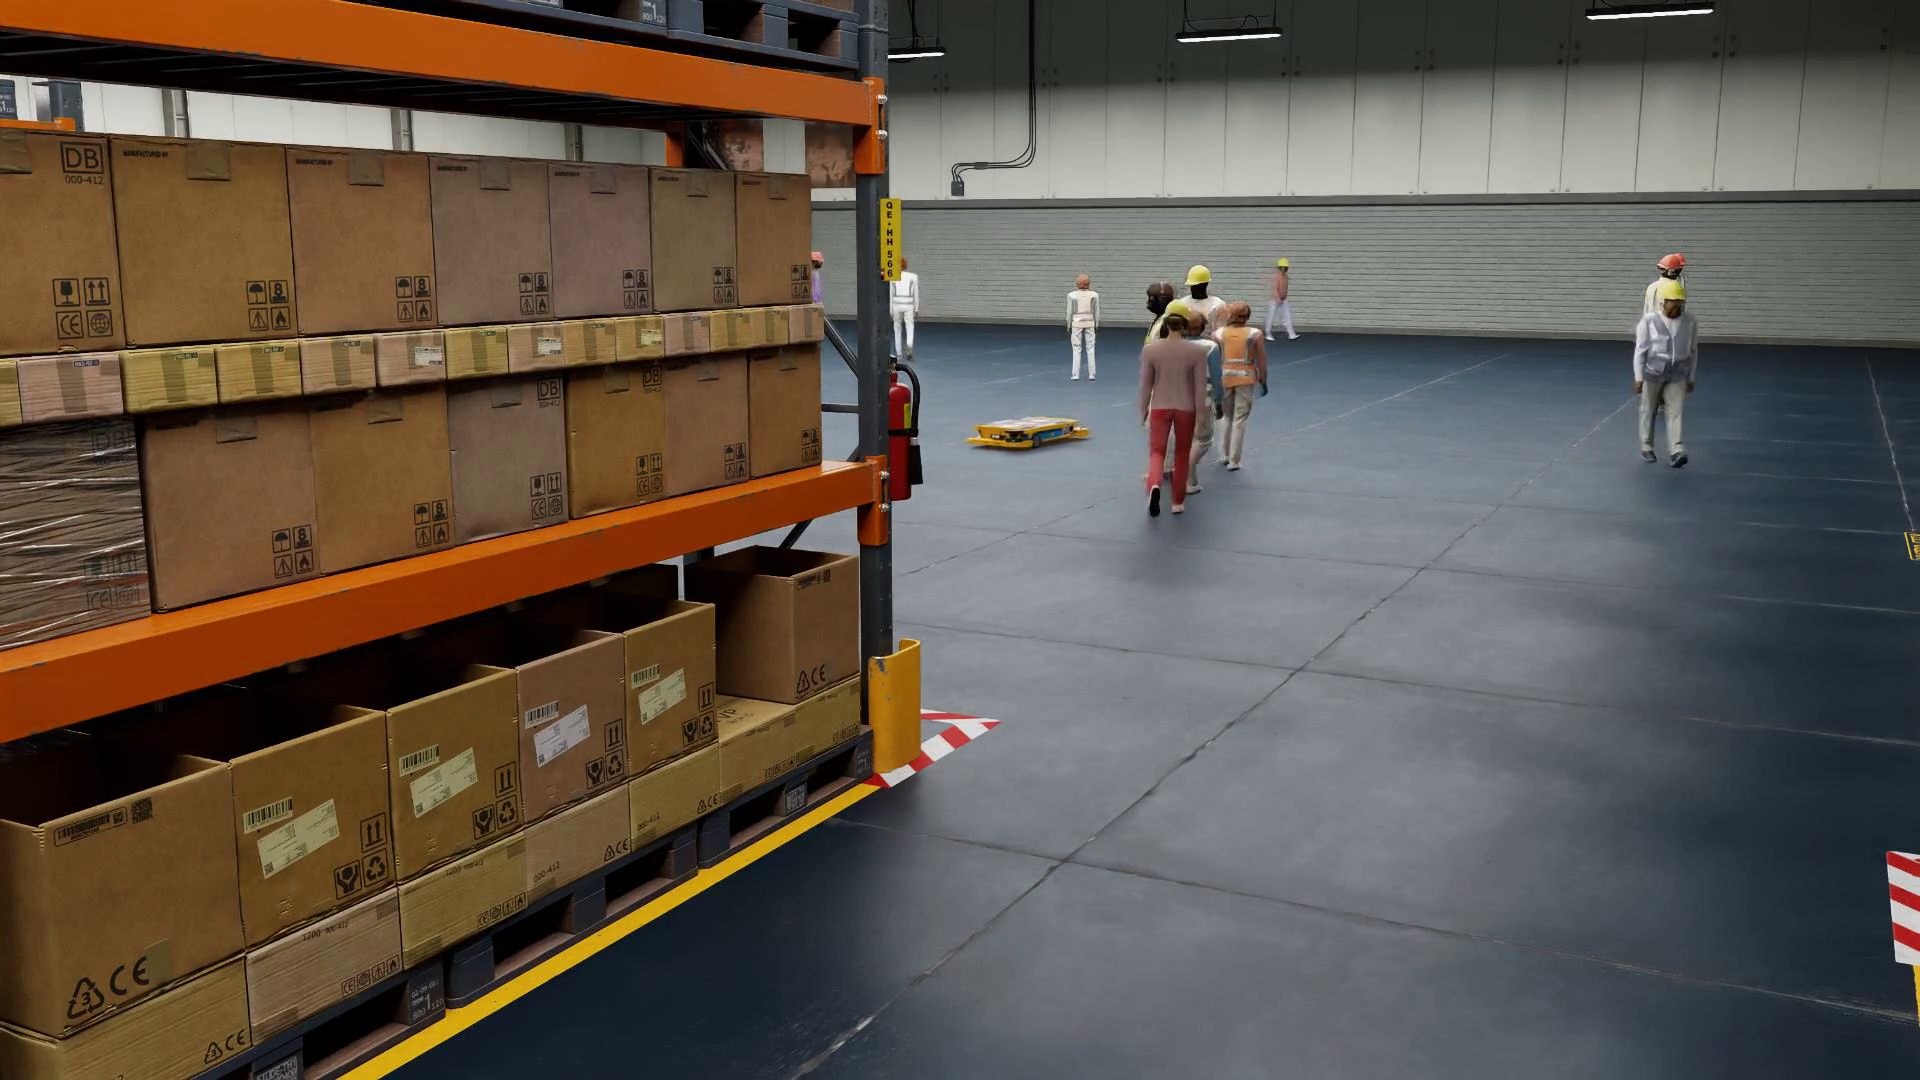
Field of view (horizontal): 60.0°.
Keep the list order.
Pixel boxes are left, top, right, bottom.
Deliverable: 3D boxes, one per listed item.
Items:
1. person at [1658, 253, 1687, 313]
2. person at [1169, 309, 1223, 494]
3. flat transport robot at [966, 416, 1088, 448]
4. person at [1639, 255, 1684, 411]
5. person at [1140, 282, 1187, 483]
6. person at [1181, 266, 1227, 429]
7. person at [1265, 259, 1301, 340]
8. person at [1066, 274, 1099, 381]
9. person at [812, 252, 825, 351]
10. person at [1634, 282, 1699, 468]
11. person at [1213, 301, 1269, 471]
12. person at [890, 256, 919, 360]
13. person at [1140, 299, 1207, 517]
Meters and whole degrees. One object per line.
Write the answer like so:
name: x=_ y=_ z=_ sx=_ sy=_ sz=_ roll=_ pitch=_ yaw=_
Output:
person: x=11.887 y=-3.800 z=27.747 sx=0.547 sy=1.938 sz=0.377 roll=-4 pitch=11 yaw=-20
person: x=1.964 y=-1.159 z=14.217 sx=0.520 sy=1.614 sz=0.634 roll=9 pitch=14 yaw=40
flat transport robot: x=0.739 y=-1.177 z=17.990 sx=0.652 sy=0.197 sz=1.431 roll=7 pitch=13 yaw=35
person: x=9.007 y=-2.645 z=21.293 sx=0.396 sy=1.992 sz=0.619 roll=-2 pitch=11 yaw=-13
person: x=1.839 y=-1.402 z=14.971 sx=0.451 sy=1.826 sz=0.647 roll=0 pitch=10 yaw=-2
person: x=2.549 y=-1.964 z=17.789 sx=0.584 sy=1.919 sz=0.382 roll=7 pitch=12 yaw=32
person: x=6.858 y=-5.093 z=35.382 sx=0.538 sy=1.726 sz=0.882 roll=-8 pitch=13 yaw=-36
person: x=1.899 y=-3.283 z=25.738 sx=0.515 sy=1.640 sz=0.315 roll=-1 pitch=10 yaw=-5
person: x=-2.803 y=-4.597 z=32.133 sx=0.432 sy=1.921 sz=0.542 roll=0 pitch=10 yaw=0
person: x=6.886 y=-1.607 z=16.200 sx=0.617 sy=1.780 sz=0.913 roll=1 pitch=10 yaw=7
person: x=2.707 y=-1.491 z=16.052 sx=0.526 sy=1.611 sz=0.710 roll=5 pitch=12 yaw=27
person: x=-1.028 y=-4.148 z=29.834 sx=0.594 sy=1.867 sz=0.689 roll=-1 pitch=10 yaw=-5
person: x=1.680 y=-1.030 z=13.189 sx=0.528 sy=1.743 sz=0.722 roll=2 pitch=11 yaw=11
